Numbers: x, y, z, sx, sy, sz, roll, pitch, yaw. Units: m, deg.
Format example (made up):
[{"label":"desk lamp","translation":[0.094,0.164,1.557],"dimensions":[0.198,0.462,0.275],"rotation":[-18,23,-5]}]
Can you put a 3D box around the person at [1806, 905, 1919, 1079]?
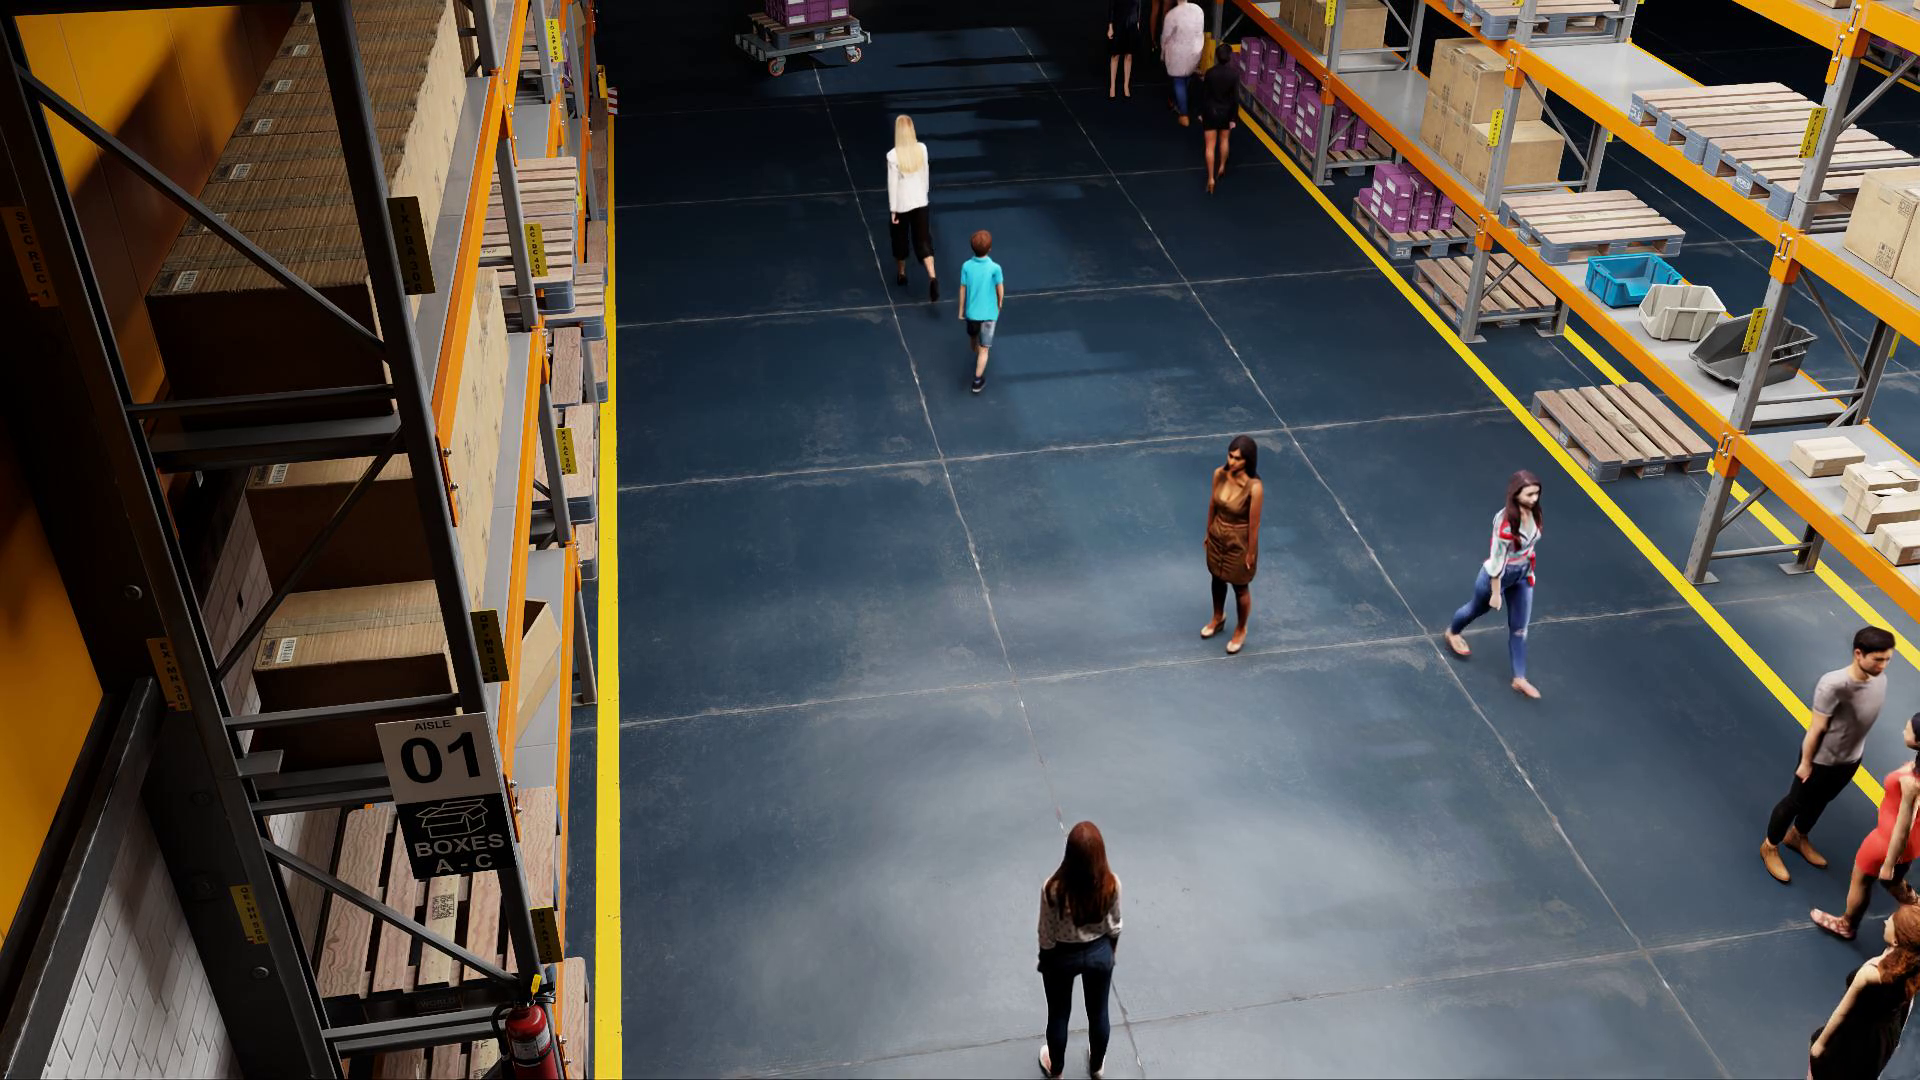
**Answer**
[{"label":"person","translation":[4.282,2.413,7.777],"dimensions":[0.778,1.596,1.097],"rotation":[-15,37,-22]}]

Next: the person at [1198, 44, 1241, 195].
[{"label":"person","translation":[2.845,-4.601,18.313],"dimensions":[0.650,1.615,0.877],"rotation":[-1,34,-1]}]

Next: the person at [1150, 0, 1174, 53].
[{"label":"person","translation":[2.751,-7.513,22.532],"dimensions":[0.679,1.795,0.731],"rotation":[19,38,26]}]

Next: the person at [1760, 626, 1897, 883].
[{"label":"person","translation":[4.983,1.193,9.502],"dimensions":[0.649,1.718,0.587],"rotation":[-12,36,-18]}]

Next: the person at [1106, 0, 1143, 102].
[{"label":"person","translation":[2.066,-6.422,20.933],"dimensions":[0.610,1.747,0.570],"rotation":[-4,34,-5]}]

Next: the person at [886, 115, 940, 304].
[{"label":"person","translation":[-0.433,-3.114,15.884],"dimensions":[0.829,1.828,1.207],"rotation":[-14,36,-20]}]

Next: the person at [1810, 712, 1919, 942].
[{"label":"person","translation":[5.073,1.649,8.839],"dimensions":[0.915,1.695,1.066],"rotation":[-23,40,-30]}]

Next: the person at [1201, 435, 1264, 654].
[{"label":"person","translation":[1.852,0.023,11.294],"dimensions":[0.701,1.684,0.606],"rotation":[-27,42,-34]}]

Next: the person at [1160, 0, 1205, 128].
[{"label":"person","translation":[2.729,-5.855,20.105],"dimensions":[0.810,1.718,0.981],"rotation":[-11,35,-16]}]

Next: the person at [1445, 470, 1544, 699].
[{"label":"person","translation":[3.571,0.223,11.097],"dimensions":[0.852,1.568,1.169],"rotation":[-17,37,-24]}]

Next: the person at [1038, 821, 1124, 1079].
[{"label":"person","translation":[0.589,2.048,8.207],"dimensions":[0.576,1.729,0.505],"rotation":[-4,34,-6]}]

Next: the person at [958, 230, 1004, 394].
[{"label":"person","translation":[0.171,-1.970,14.531],"dimensions":[0.785,1.419,0.971],"rotation":[10,35,15]}]
